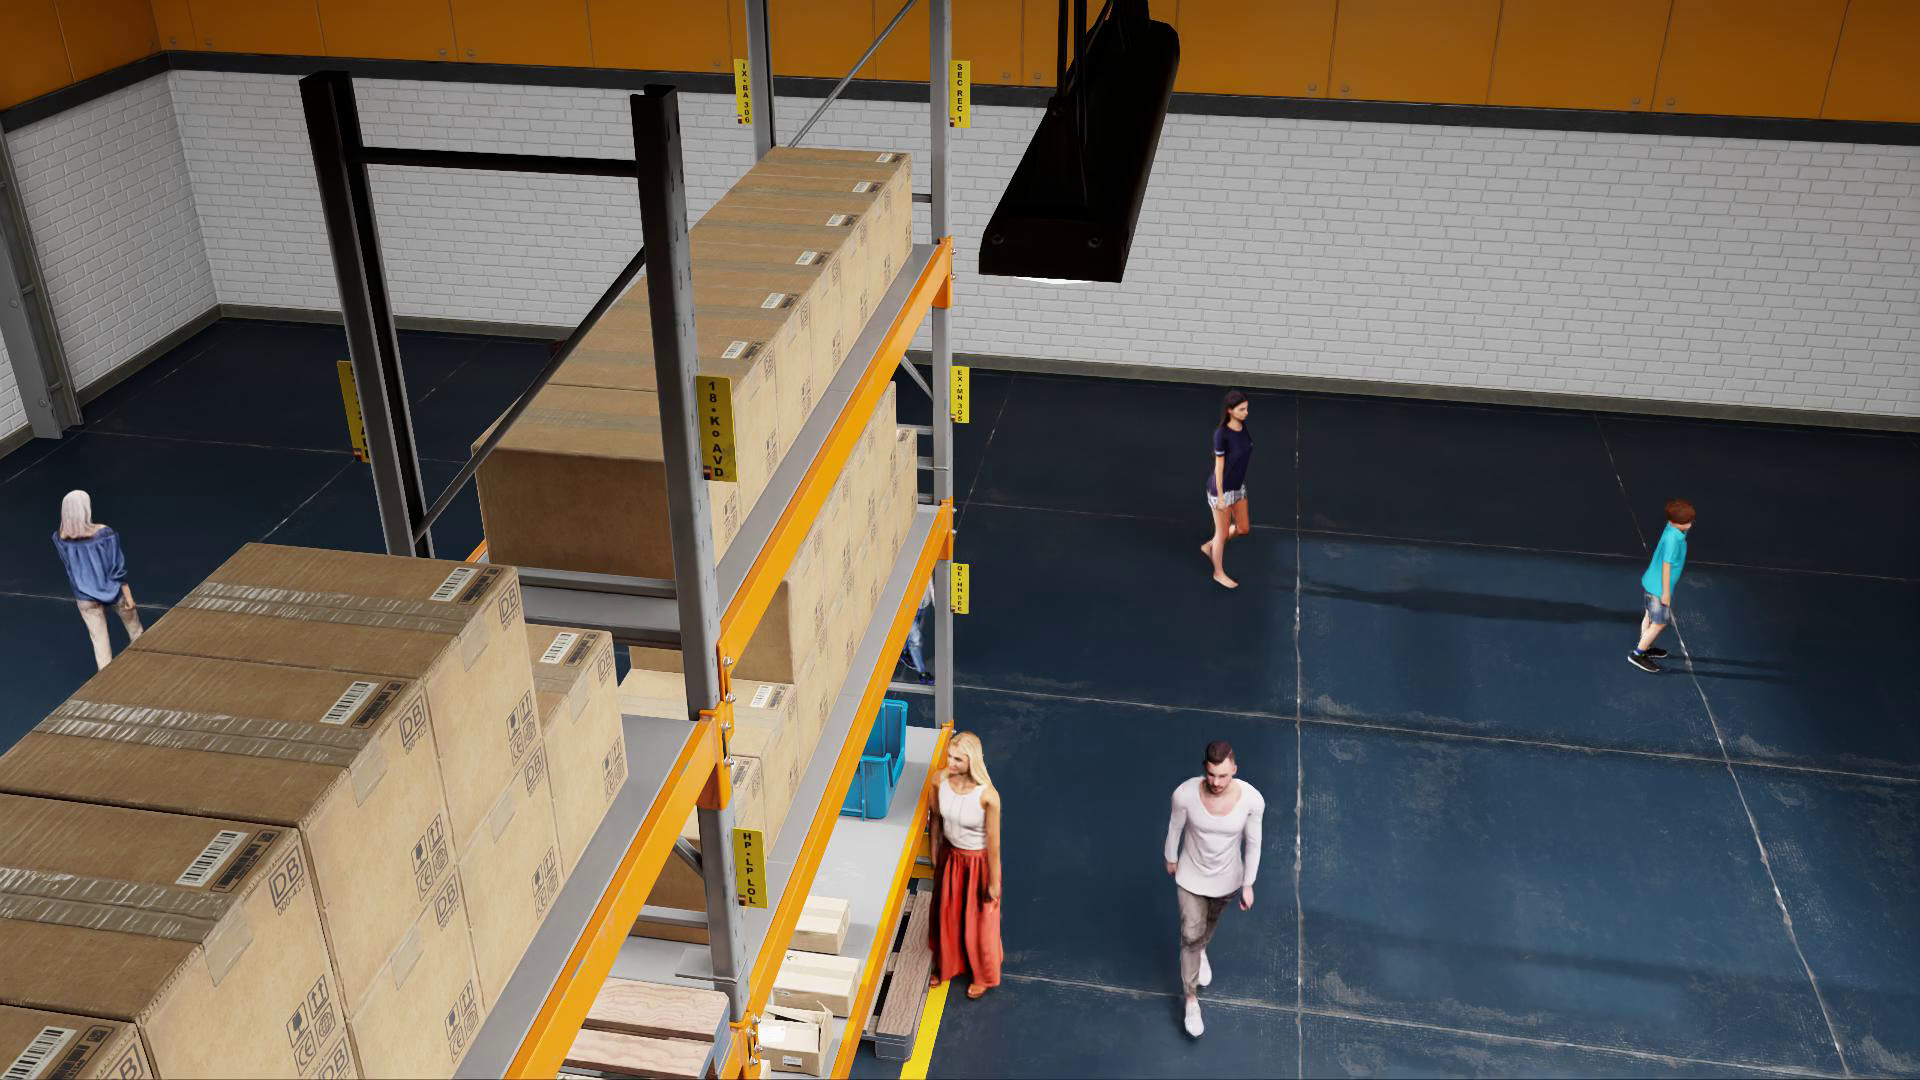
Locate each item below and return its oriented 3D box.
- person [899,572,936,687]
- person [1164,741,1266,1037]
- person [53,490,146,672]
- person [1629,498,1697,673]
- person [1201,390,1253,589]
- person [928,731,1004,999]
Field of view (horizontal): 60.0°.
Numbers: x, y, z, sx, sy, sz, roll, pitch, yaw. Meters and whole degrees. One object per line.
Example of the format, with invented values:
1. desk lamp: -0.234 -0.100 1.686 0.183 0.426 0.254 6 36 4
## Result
1. person: -0.382 0.462 12.540 0.827 1.231 0.874 -20 35 -32
2. person: 1.409 1.821 9.452 0.769 1.802 1.029 0 29 0
3. person: -6.256 0.463 12.079 0.812 1.671 1.041 -4 29 -7
4. person: 5.321 0.303 12.618 0.641 1.435 0.505 5 29 8
5. person: 2.115 -0.438 13.645 0.793 1.754 0.739 25 37 38
6. person: 0.061 1.834 9.438 0.755 1.794 0.756 17 33 28
